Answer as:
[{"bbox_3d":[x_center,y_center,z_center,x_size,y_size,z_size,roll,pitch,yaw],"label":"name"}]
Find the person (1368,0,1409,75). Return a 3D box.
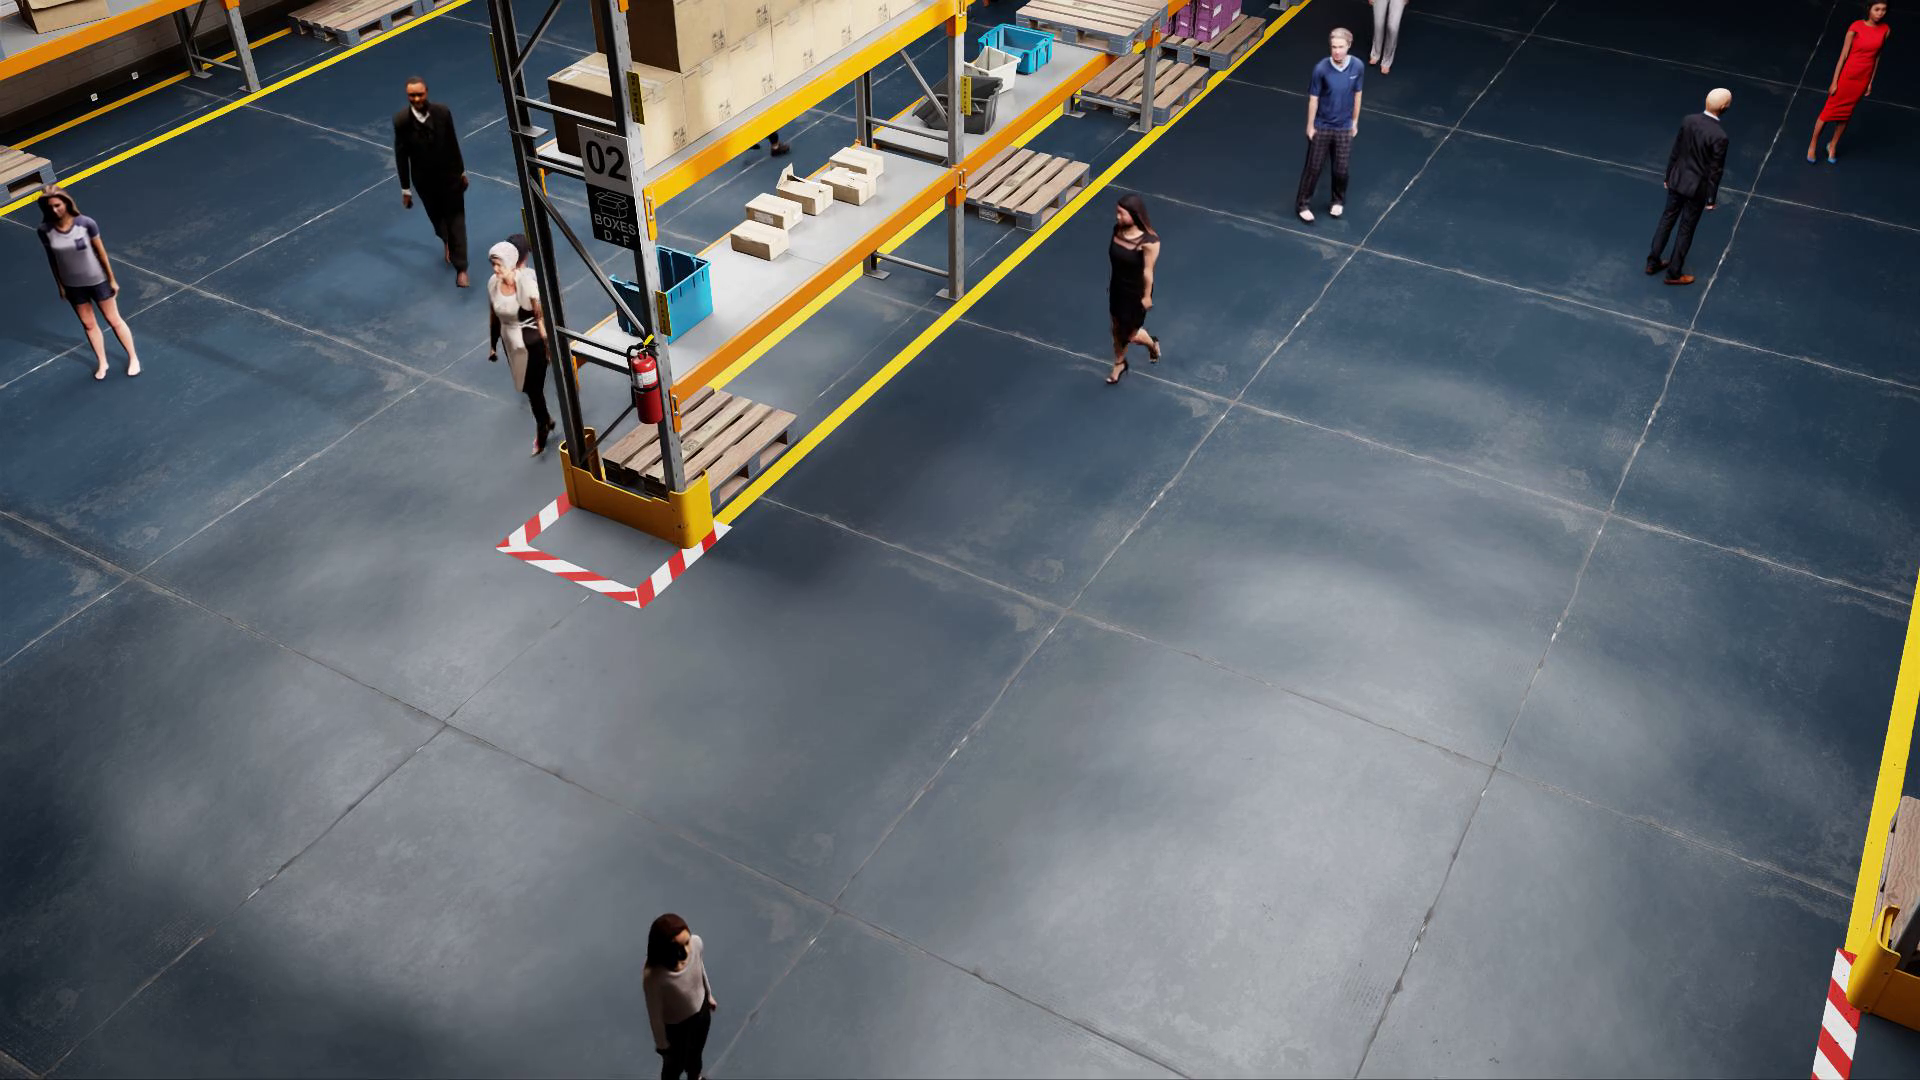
[{"bbox_3d":[4.767,-6.083,18.416,0.718,1.741,0.833,9,40,12],"label":"person"}]

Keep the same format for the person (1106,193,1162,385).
[{"bbox_3d":[1.423,-1.999,13.332,0.922,1.704,0.829,-24,44,-27],"label":"person"}]

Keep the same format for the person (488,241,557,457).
[{"bbox_3d":[-3.260,-1.507,12.685,0.638,1.743,0.633,19,42,22],"label":"person"}]

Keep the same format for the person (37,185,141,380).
[{"bbox_3d":[-7.053,-2.094,13.435,0.686,1.724,0.733,-7,39,-8],"label":"person"}]

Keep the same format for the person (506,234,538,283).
[{"bbox_3d":[-3.545,-1.871,13.534,0.570,1.251,0.607,0,39,0],"label":"person"}]

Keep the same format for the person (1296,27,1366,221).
[{"bbox_3d":[3.465,-3.892,15.580,0.788,1.857,0.786,-4,39,-5],"label":"person"}]

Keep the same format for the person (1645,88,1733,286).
[{"bbox_3d":[6.438,-3.124,14.665,0.775,1.798,0.775,-18,42,-21],"label":"person"}]

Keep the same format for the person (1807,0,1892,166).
[{"bbox_3d":[8.853,-4.569,16.519,0.645,1.743,0.655,0,39,0],"label":"person"}]

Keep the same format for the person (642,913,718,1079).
[{"bbox_3d":[-1.358,2.315,8.107,0.614,1.484,0.416,22,44,26],"label":"person"}]

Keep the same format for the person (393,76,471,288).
[{"bbox_3d":[-4.651,-3.224,14.741,1.280,1.860,1.319,-11,40,-13],"label":"person"}]
